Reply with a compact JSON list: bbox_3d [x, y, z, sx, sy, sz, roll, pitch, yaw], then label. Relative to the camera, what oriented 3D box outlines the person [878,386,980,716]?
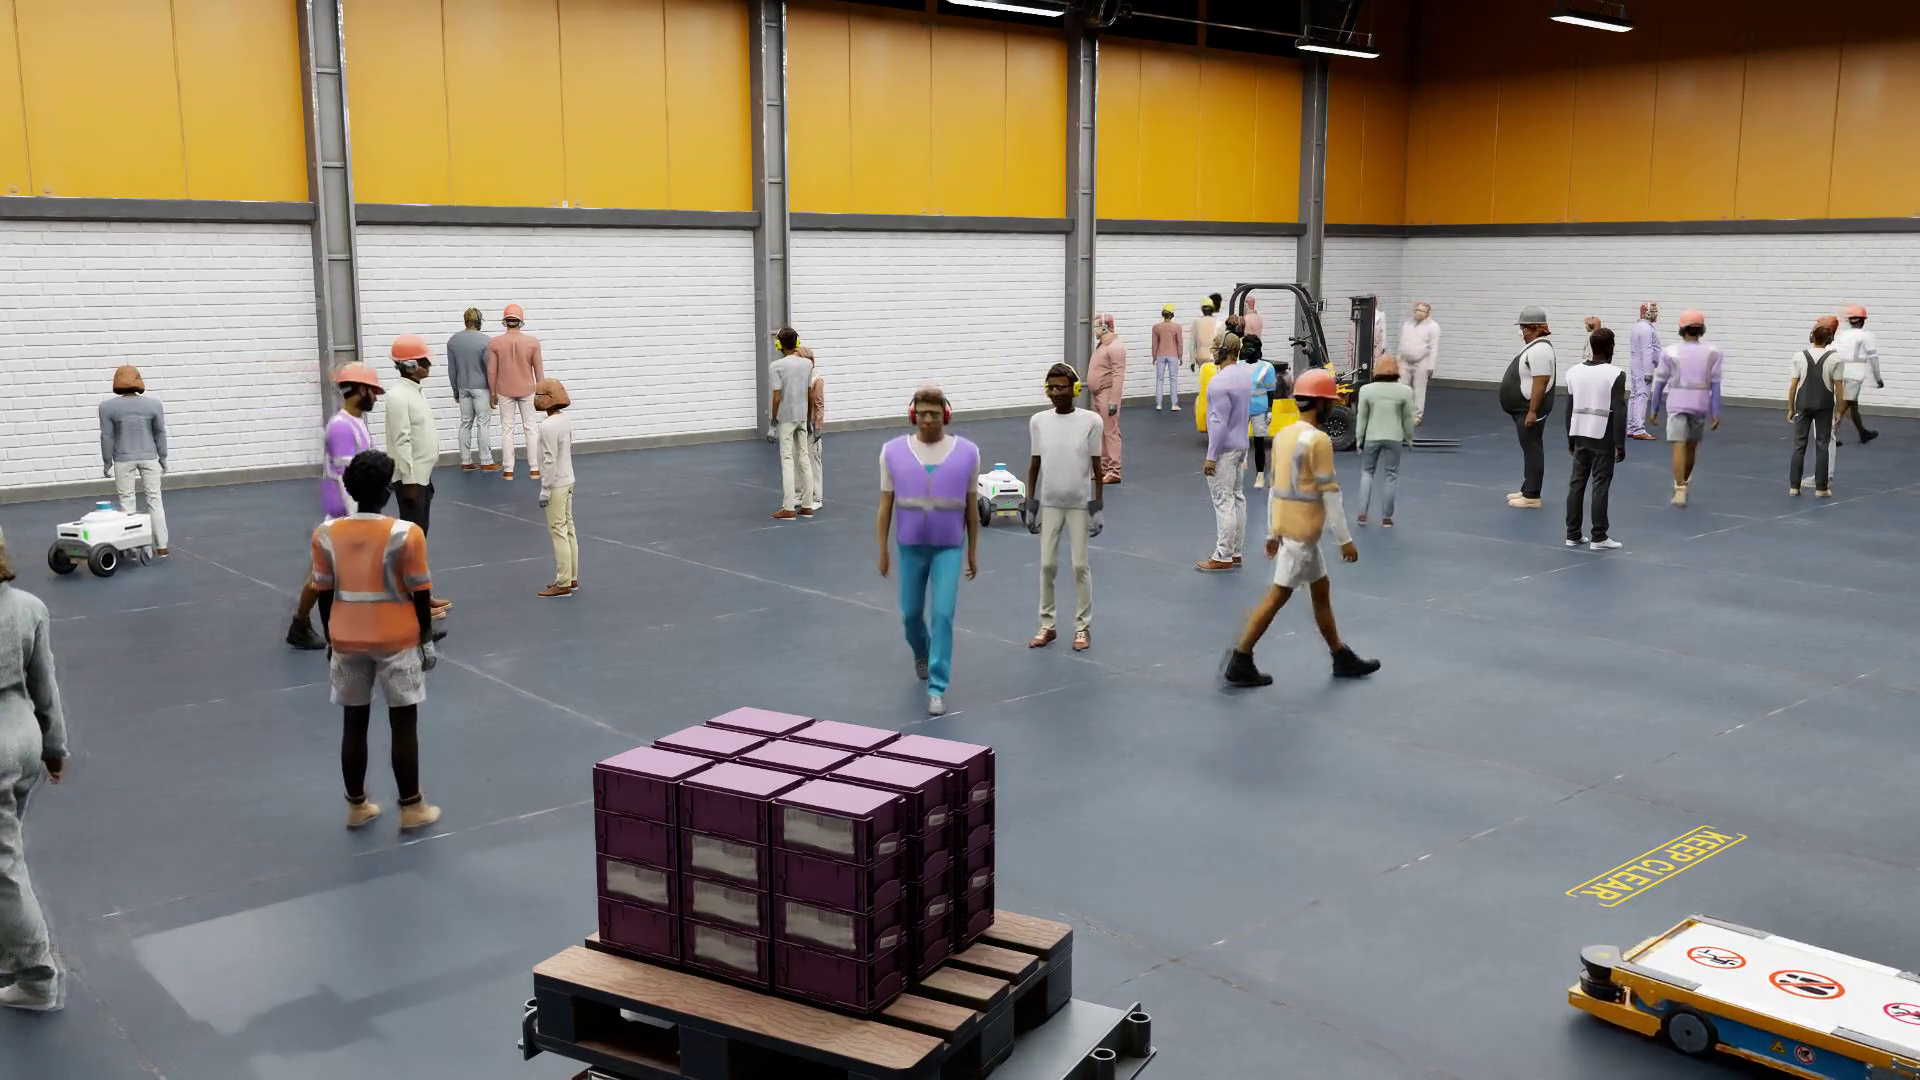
[{"bbox_3d":[-0.172,0.026,9.441,0.573,1.820,0.781,0,10,1],"label":"person"}]

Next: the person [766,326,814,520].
[{"bbox_3d":[-1.634,-1.124,16.045,0.518,1.865,0.329,-8,13,-41],"label":"person"}]

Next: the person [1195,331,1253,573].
[{"bbox_3d":[2.129,-0.705,13.367,0.372,1.940,0.631,5,11,28],"label":"person"}]

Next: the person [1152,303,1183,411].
[{"bbox_3d":[3.403,-2.995,27.274,0.522,1.769,0.317,4,10,20],"label":"person"}]

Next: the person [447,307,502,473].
[{"bbox_3d":[-5.688,-1.753,19.498,0.635,1.937,0.353,3,10,19],"label":"person"}]

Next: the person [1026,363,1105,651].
[{"bbox_3d":[0.680,-0.213,10.724,0.525,1.863,0.320,4,10,20],"label":"person"}]

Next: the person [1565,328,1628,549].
[{"bbox_3d":[5.504,-0.877,14.431,0.392,1.919,0.593,-6,11,-32],"label":"person"}]

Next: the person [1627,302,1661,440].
[{"bbox_3d":[9.486,-2.340,23.032,0.409,1.909,0.639,1,10,8],"label":"person"}]

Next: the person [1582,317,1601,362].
[{"bbox_3d":[9.425,-2.508,24.807,0.311,1.636,0.523,6,11,30],"label":"person"}]

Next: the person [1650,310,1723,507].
[{"bbox_3d":[7.448,-1.361,17.091,0.632,1.984,1.068,2,10,11],"label":"person"}]

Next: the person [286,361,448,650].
[{"bbox_3d":[-3.900,-0.205,10.670,1.039,1.862,0.609,0,10,-2],"label":"person"}]

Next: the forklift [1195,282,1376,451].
[{"bbox_3d":[4.328,-2.346,22.227,2.313,2.155,1.214,3,10,16],"label":"forklift"}]

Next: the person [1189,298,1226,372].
[{"bbox_3d":[3.899,-2.851,26.091,0.654,1.883,0.638,3,10,19],"label":"person"}]

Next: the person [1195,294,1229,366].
[{"bbox_3d":[4.151,-3.060,27.205,0.612,1.915,1.014,0,10,3],"label":"person"}]

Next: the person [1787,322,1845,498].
[{"bbox_3d":[8.984,-1.361,17.479,0.520,1.844,0.331,7,12,36],"label":"person"}]

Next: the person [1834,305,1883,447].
[{"bbox_3d":[11.948,-2.186,22.220,1.051,1.871,0.552,-4,10,-20],"label":"person"}]

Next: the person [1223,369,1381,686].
[{"bbox_3d":[2.017,-0.066,9.820,1.018,1.884,0.552,-1,10,-9],"label":"person"}]

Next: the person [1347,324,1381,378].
[{"bbox_3d":[6.568,-2.964,27.105,0.523,1.767,0.313,4,11,23],"label":"person"}]

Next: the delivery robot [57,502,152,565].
[{"bbox_3d":[-6.880,-0.065,13.391,0.477,0.478,0.707,3,10,19],"label":"delivery robot"}]

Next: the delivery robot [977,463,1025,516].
[{"bbox_3d":[0.385,-0.487,15.863,0.477,0.478,0.707,-2,10,-12],"label":"delivery robot"}]

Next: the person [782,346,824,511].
[{"bbox_3d":[-1.557,-1.114,16.631,0.514,1.641,0.309,8,12,39],"label":"person"}]

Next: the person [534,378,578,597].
[{"bbox_3d":[-3.025,-0.391,12.420,0.285,1.633,0.497,0,10,2],"label":"person"}]

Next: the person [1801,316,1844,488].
[{"bbox_3d":[9.489,-1.513,18.253,0.337,1.883,0.584,8,12,39],"label":"person"}]

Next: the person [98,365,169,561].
[{"bbox_3d":[-6.898,-0.645,13.909,0.502,1.631,0.285,-6,12,-33],"label":"person"}]

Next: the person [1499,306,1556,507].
[{"bbox_3d":[5.746,-1.357,16.882,0.536,2.000,0.688,3,10,17],"label":"person"}]

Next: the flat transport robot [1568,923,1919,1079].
[{"bbox_3d":[2.754,1.514,5.248,0.652,0.197,1.431,-9,13,-43],"label":"flat transport robot"}]

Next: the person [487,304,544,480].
[{"bbox_3d":[-5.035,-1.676,18.886,0.622,1.992,0.395,-3,10,-16],"label":"person"}]

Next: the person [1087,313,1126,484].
[{"bbox_3d":[1.610,-1.576,18.576,0.403,1.901,0.651,-2,10,-13],"label":"person"}]

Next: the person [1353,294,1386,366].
[{"bbox_3d":[7.362,-3.506,30.036,0.600,1.846,0.878,3,10,17],"label":"person"}]

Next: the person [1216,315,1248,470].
[{"bbox_3d":[3.253,-1.750,19.769,0.429,1.843,0.632,-3,10,-18],"label":"person"}]

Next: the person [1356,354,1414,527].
[{"bbox_3d":[3.970,-0.922,15.552,0.520,1.632,0.358,3,10,17],"label":"person"}]

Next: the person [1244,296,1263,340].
[{"bbox_3d":[4.583,-2.942,26.560,0.403,1.906,0.652,5,11,28],"label":"person"}]

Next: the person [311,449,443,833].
[{"bbox_3d":[-2.559,0.449,7.317,0.540,1.695,0.317,1,10,7],"label":"person"}]

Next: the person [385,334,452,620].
[{"bbox_3d":[-3.816,-0.443,11.665,0.381,1.995,0.612,-1,10,-8],"label":"person"}]

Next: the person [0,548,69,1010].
[{"bbox_3d":[-3.357,0.730,5.620,0.717,1.719,0.490,3,10,18],"label":"person"}]

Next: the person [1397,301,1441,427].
[{"bbox_3d":[6.774,-2.602,24.666,0.440,1.880,0.685,-9,13,-43],"label":"person"}]

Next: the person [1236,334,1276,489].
[{"bbox_3d":[3.157,-1.395,18.110,0.540,1.697,0.317,5,11,26],"label":"person"}]
